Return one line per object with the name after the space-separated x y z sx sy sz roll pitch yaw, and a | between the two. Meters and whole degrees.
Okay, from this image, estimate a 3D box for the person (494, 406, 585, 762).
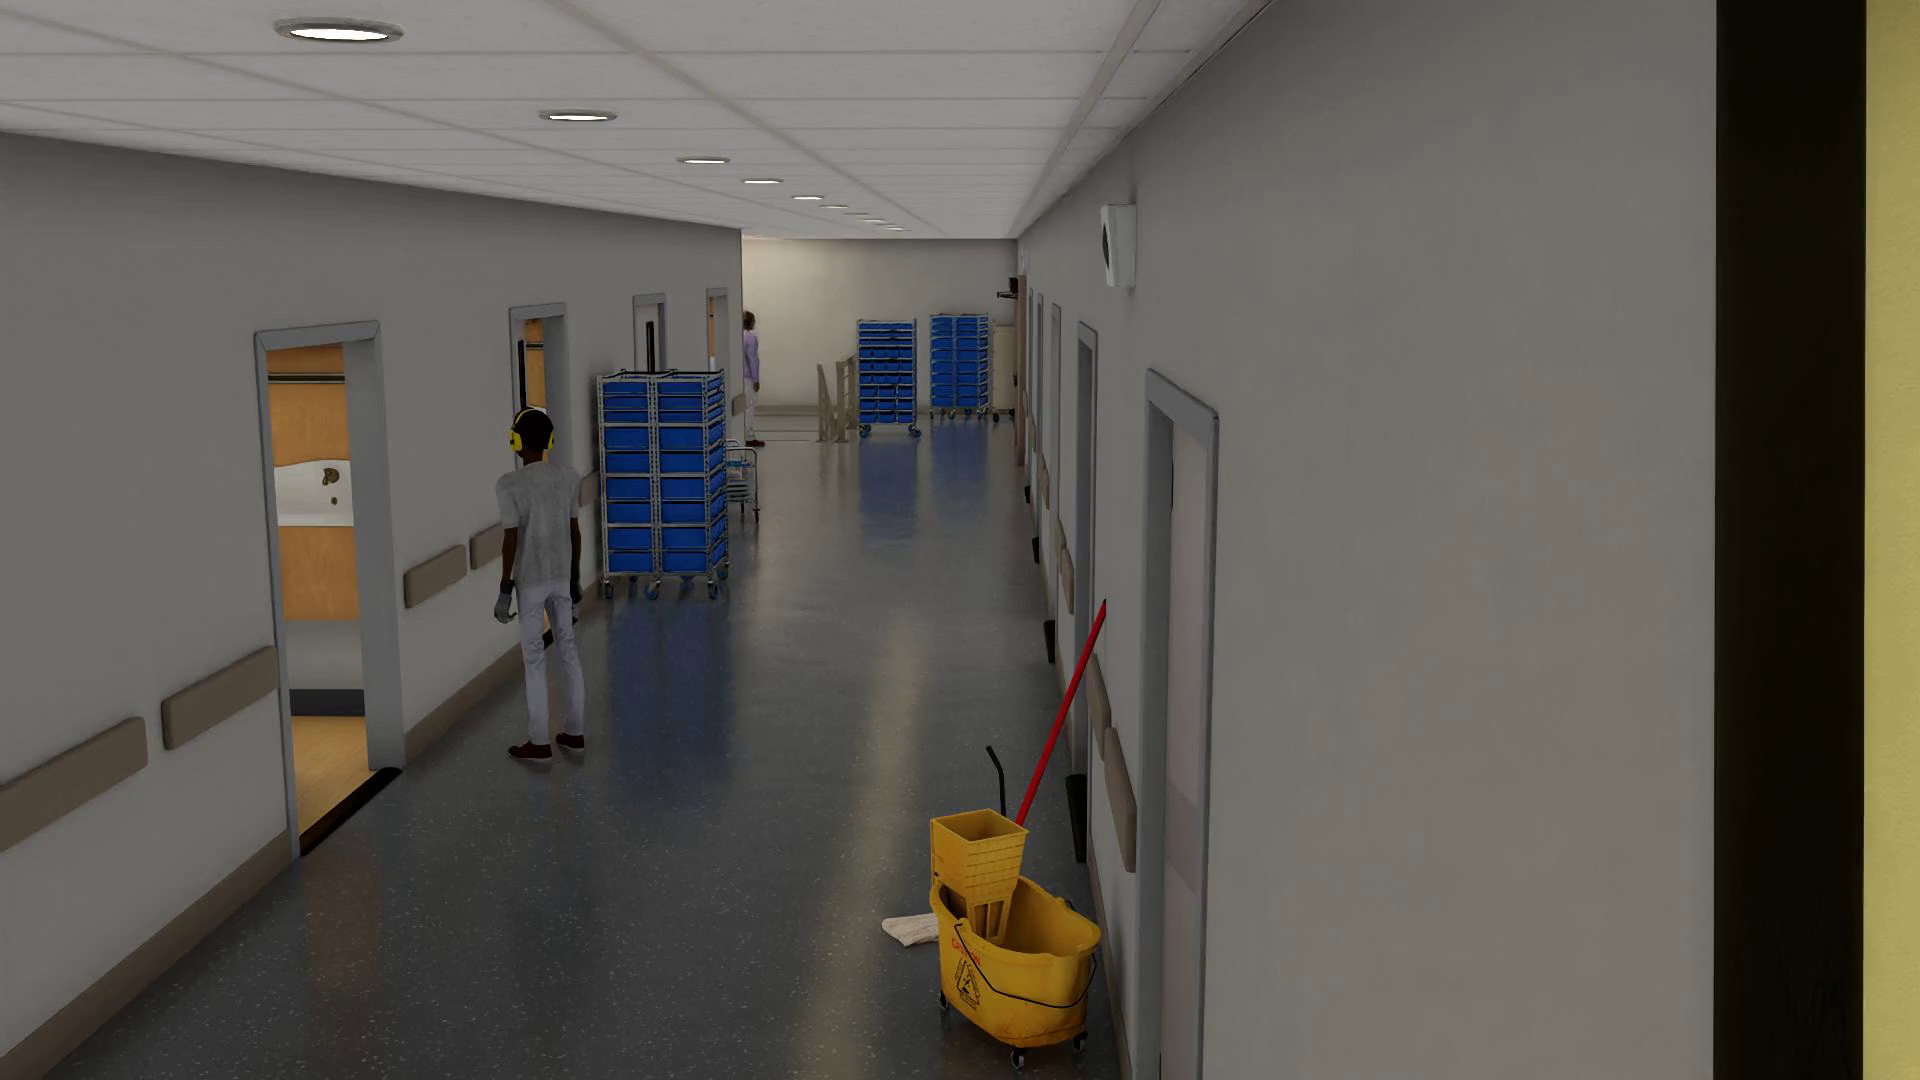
-2.218 0.234 8.774 0.330 1.874 0.518 9 13 43 | person
